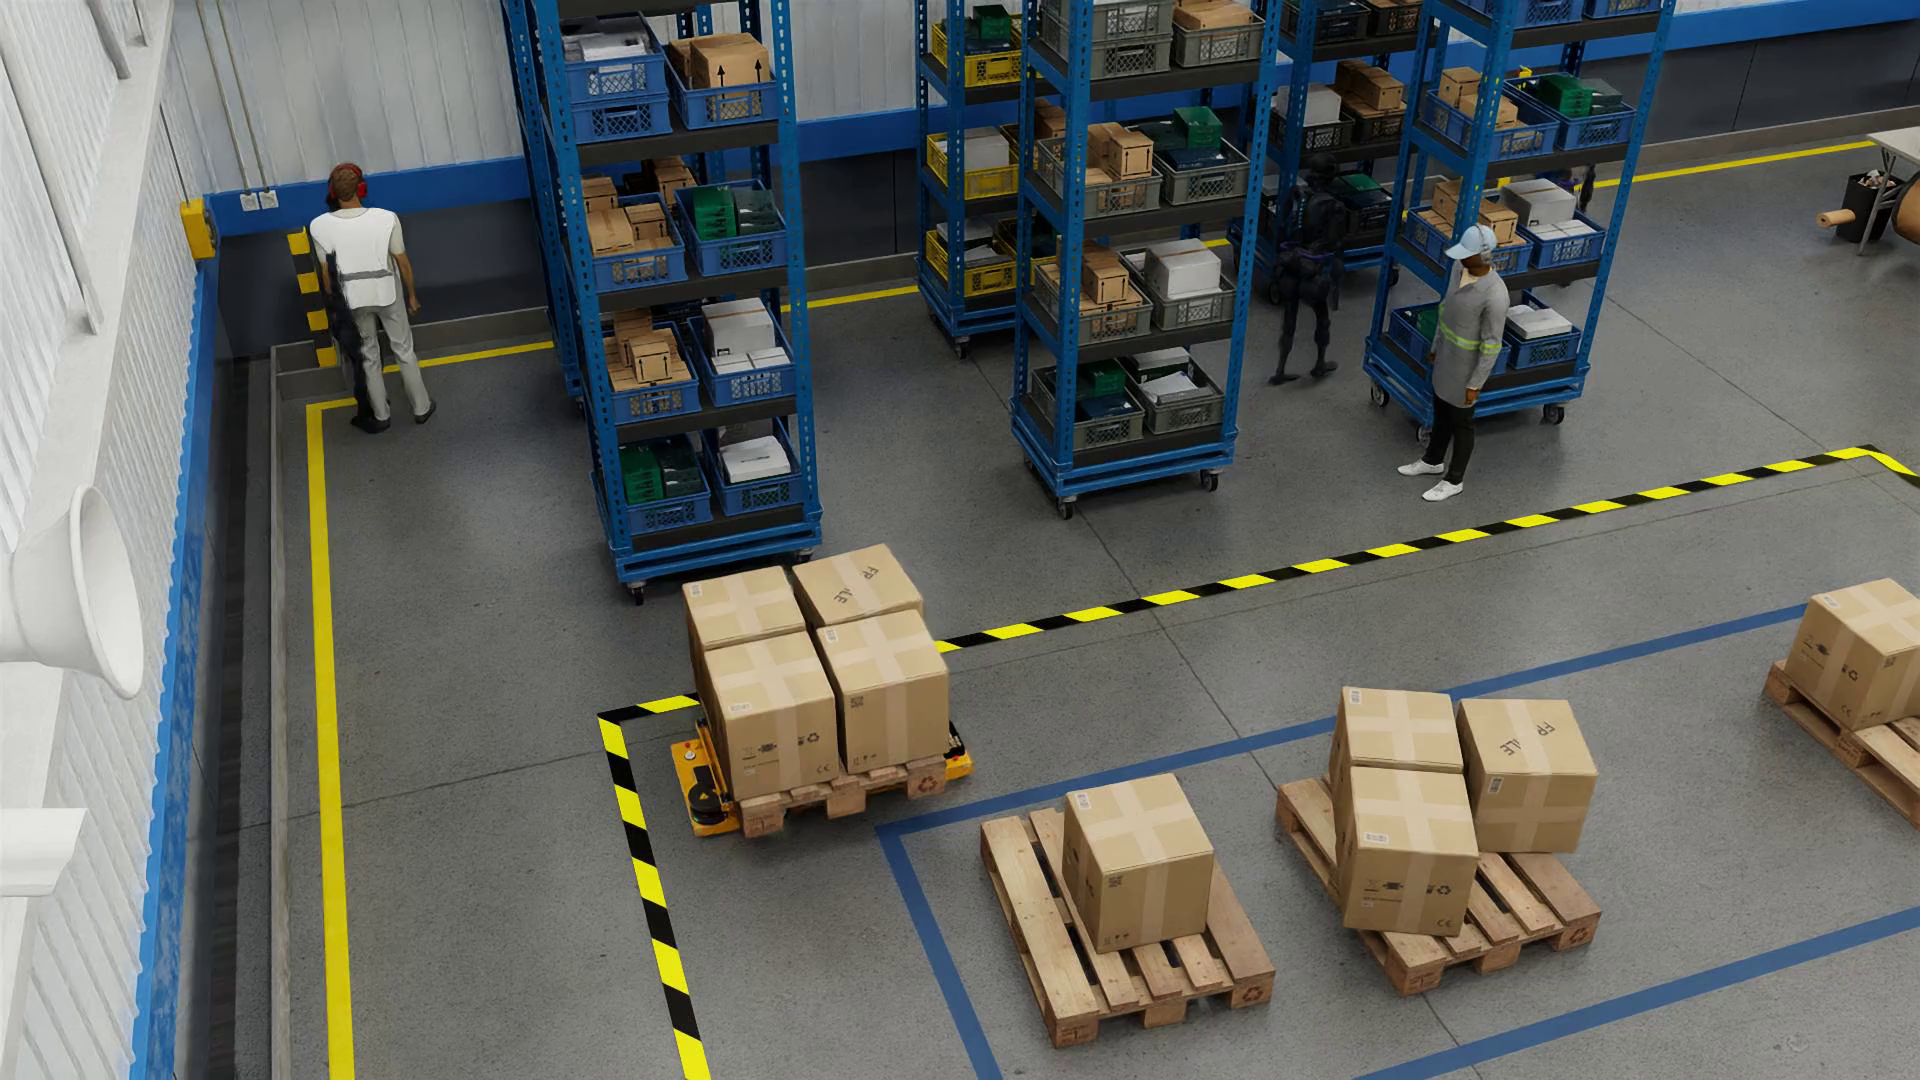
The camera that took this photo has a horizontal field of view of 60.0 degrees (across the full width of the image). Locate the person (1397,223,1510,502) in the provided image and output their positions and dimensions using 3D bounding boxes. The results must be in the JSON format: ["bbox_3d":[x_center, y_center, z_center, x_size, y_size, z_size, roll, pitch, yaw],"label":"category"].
[{"bbox_3d":[3.050,-1.095,10.238,0.395,1.848,0.586,-8,36,-11],"label":"person"}]

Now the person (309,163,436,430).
[{"bbox_3d":[-3.852,-1.565,10.913,0.563,1.837,0.393,-7,36,-9],"label":"person"}]

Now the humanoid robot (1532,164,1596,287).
[{"bbox_3d":[4.542,-2.639,12.611,0.758,1.628,0.594,-20,40,-26],"label":"humanoid robot"}]

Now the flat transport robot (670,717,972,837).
[{"bbox_3d":[-0.717,1.075,8.508,1.431,0.197,0.652,-11,37,-15],"label":"flat transport robot"}]

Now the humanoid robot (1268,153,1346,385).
[{"bbox_3d":[2.408,-1.867,11.489,0.524,1.646,0.612,-25,42,-31],"label":"humanoid robot"}]

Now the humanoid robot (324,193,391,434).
[{"bbox_3d":[-3.998,-1.520,10.997,0.306,1.640,0.611,3,35,4],"label":"humanoid robot"}]
